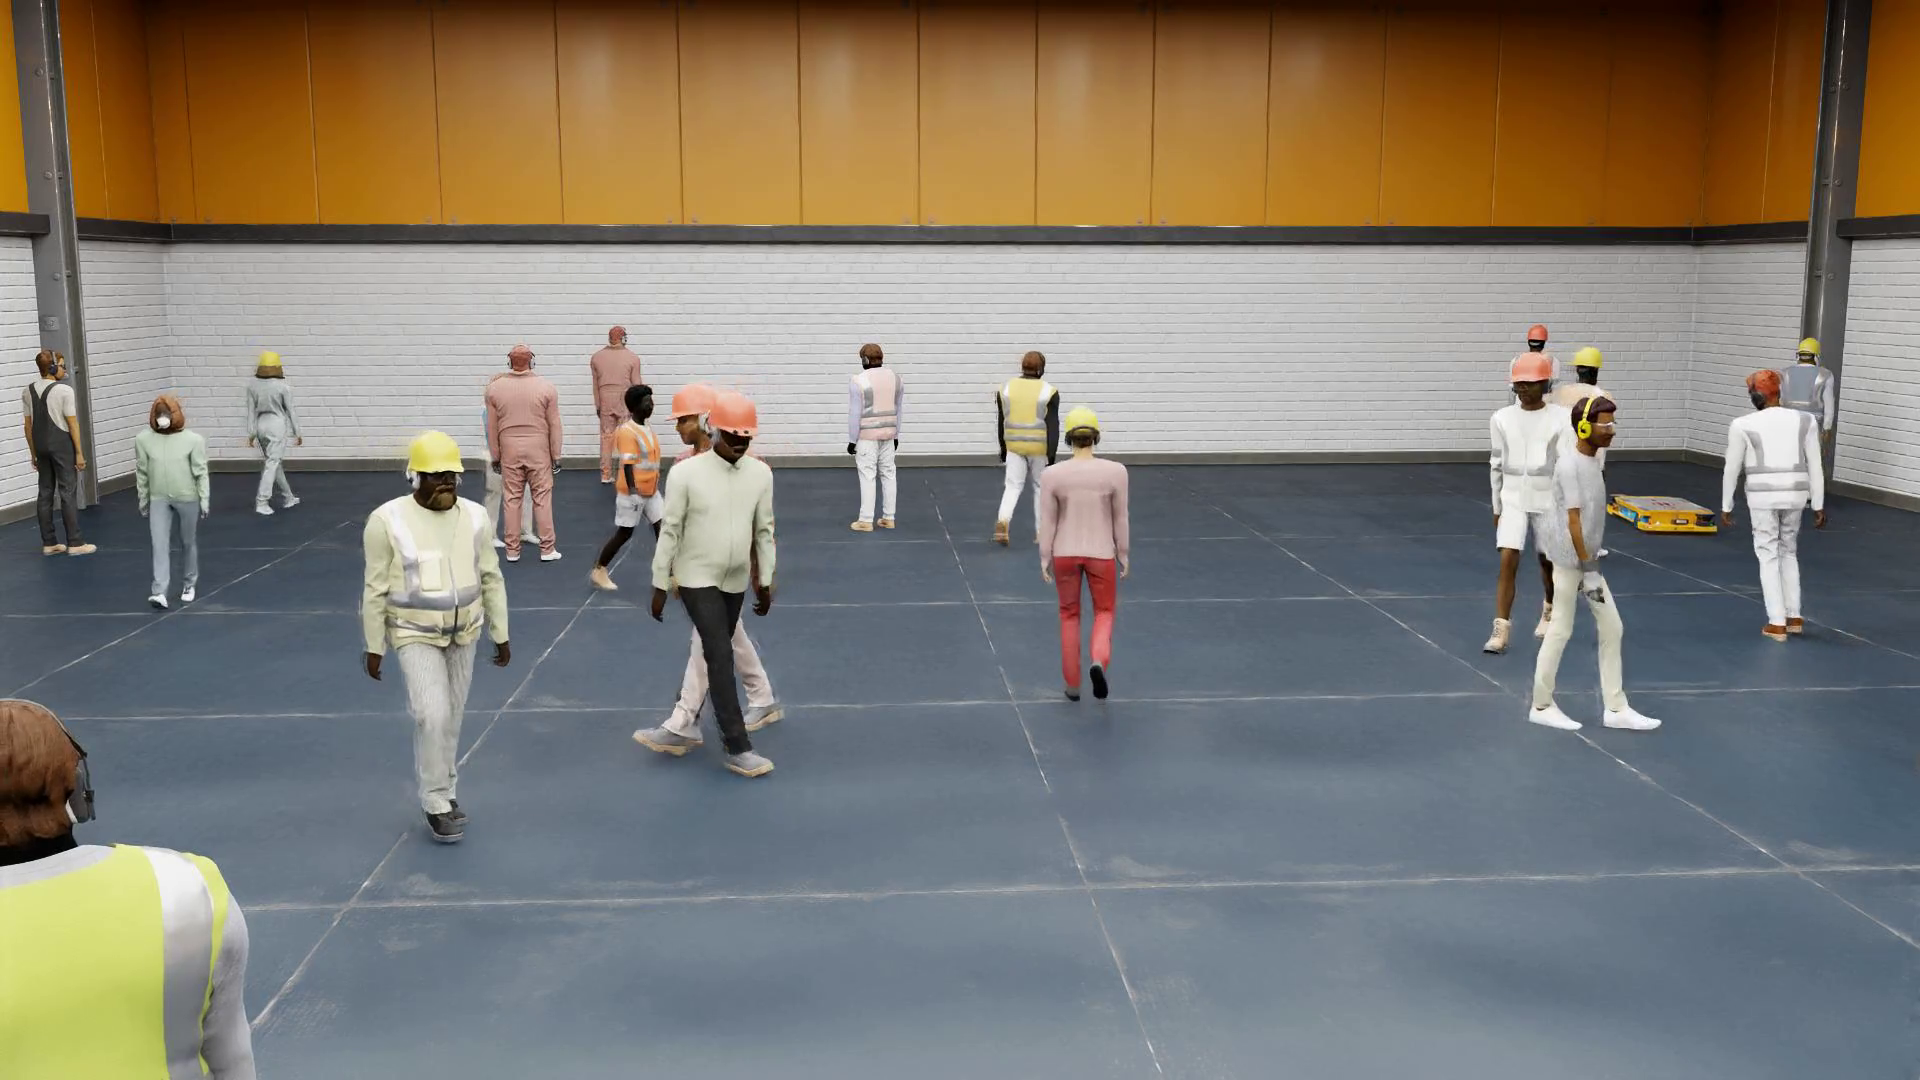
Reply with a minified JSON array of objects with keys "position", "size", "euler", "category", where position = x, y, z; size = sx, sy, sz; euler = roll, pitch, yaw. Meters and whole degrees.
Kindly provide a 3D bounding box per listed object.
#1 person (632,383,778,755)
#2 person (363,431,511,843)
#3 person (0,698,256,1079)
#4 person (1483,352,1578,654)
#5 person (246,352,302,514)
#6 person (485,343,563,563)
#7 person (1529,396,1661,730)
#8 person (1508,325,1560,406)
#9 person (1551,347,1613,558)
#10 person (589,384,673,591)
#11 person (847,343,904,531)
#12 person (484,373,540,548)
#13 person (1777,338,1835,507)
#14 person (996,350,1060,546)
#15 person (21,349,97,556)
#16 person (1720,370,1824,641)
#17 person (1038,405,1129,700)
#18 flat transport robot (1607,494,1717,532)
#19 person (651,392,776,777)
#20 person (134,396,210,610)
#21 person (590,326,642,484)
[{"position":[-1.351,0.135,8.859],"size":[0.624,1.929,1.036],"euler":[8,12,42],"category":"person"},{"position":[-2.265,0.427,7.378],"size":[0.640,1.810,0.626],"euler":[9,12,43],"category":"person"},{"position":[-1.471,1.159,2.728],"size":[0.620,1.837,0.429],"euler":[-9,13,-44],"category":"person"},{"position":[3.854,-0.267,11.191],"size":[0.621,1.996,1.040],"euler":[6,11,34],"category":"person"},{"position":[-7.252,-1.138,17.585],"size":[0.504,1.690,0.921],"euler":[1,9,9],"category":"person"},{"position":[-3.772,-0.751,14.477],"size":[0.645,1.913,0.409],"euler":[0,9,-3],"category":"person"},{"position":[3.473,0.156,9.006],"size":[0.753,1.846,0.525],"euler":[8,12,41],"category":"person"},{"position":[6.541,-1.483,18.991],"size":[0.547,1.938,0.379],"euler":[4,10,25],"category":"person"},{"position":[5.371,-0.729,14.469],"size":[0.991,1.886,0.600],"euler":[-8,12,-40],"category":"person"},{"position":[-2.546,-0.404,13.096],"size":[0.837,1.660,0.539],"euler":[3,9,16],"category":"person"},{"position":[-0.852,-1.006,16.307],"size":[0.625,1.841,0.429],"euler":[-7,12,-39],"category":"person"},{"position":[-4.107,-0.722,15.220],"size":[0.651,1.609,0.574],"euler":[3,10,20],"category":"person"},{"position":[9.113,-1.267,17.973],"size":[0.600,1.827,0.404],"euler":[7,11,38],"category":"person"},{"position":[0.610,-0.836,15.328],"size":[0.631,1.816,0.796],"euler":[4,10,21],"category":"person"},{"position":[-8.058,-0.771,14.826],"size":[0.505,1.841,0.347],"euler":[2,9,10],"category":"person"},{"position":[5.606,-0.244,11.481],"size":[0.616,1.847,0.500],"euler":[1,9,8],"category":"person"},{"position":[0.715,0.095,9.650],"size":[0.541,1.749,0.496],"euler":[1,9,5],"category":"person"},{"position":[6.996,-0.274,16.618],"size":[0.652,0.197,1.431],"euler":[1,9,6],"category":"flat transport robot"},{"position":[-1.278,0.188,8.563],"size":[0.647,1.930,1.015],"euler":[-8,12,-41],"category":"person"},{"position":[-5.910,-0.277,12.470],"size":[0.523,1.584,0.856],"euler":[-2,9,-15],"category":"person"},{"position":[-4.078,-1.609,19.913],"size":[0.638,1.900,0.404],"euler":[2,9,11],"category":"person"}]
